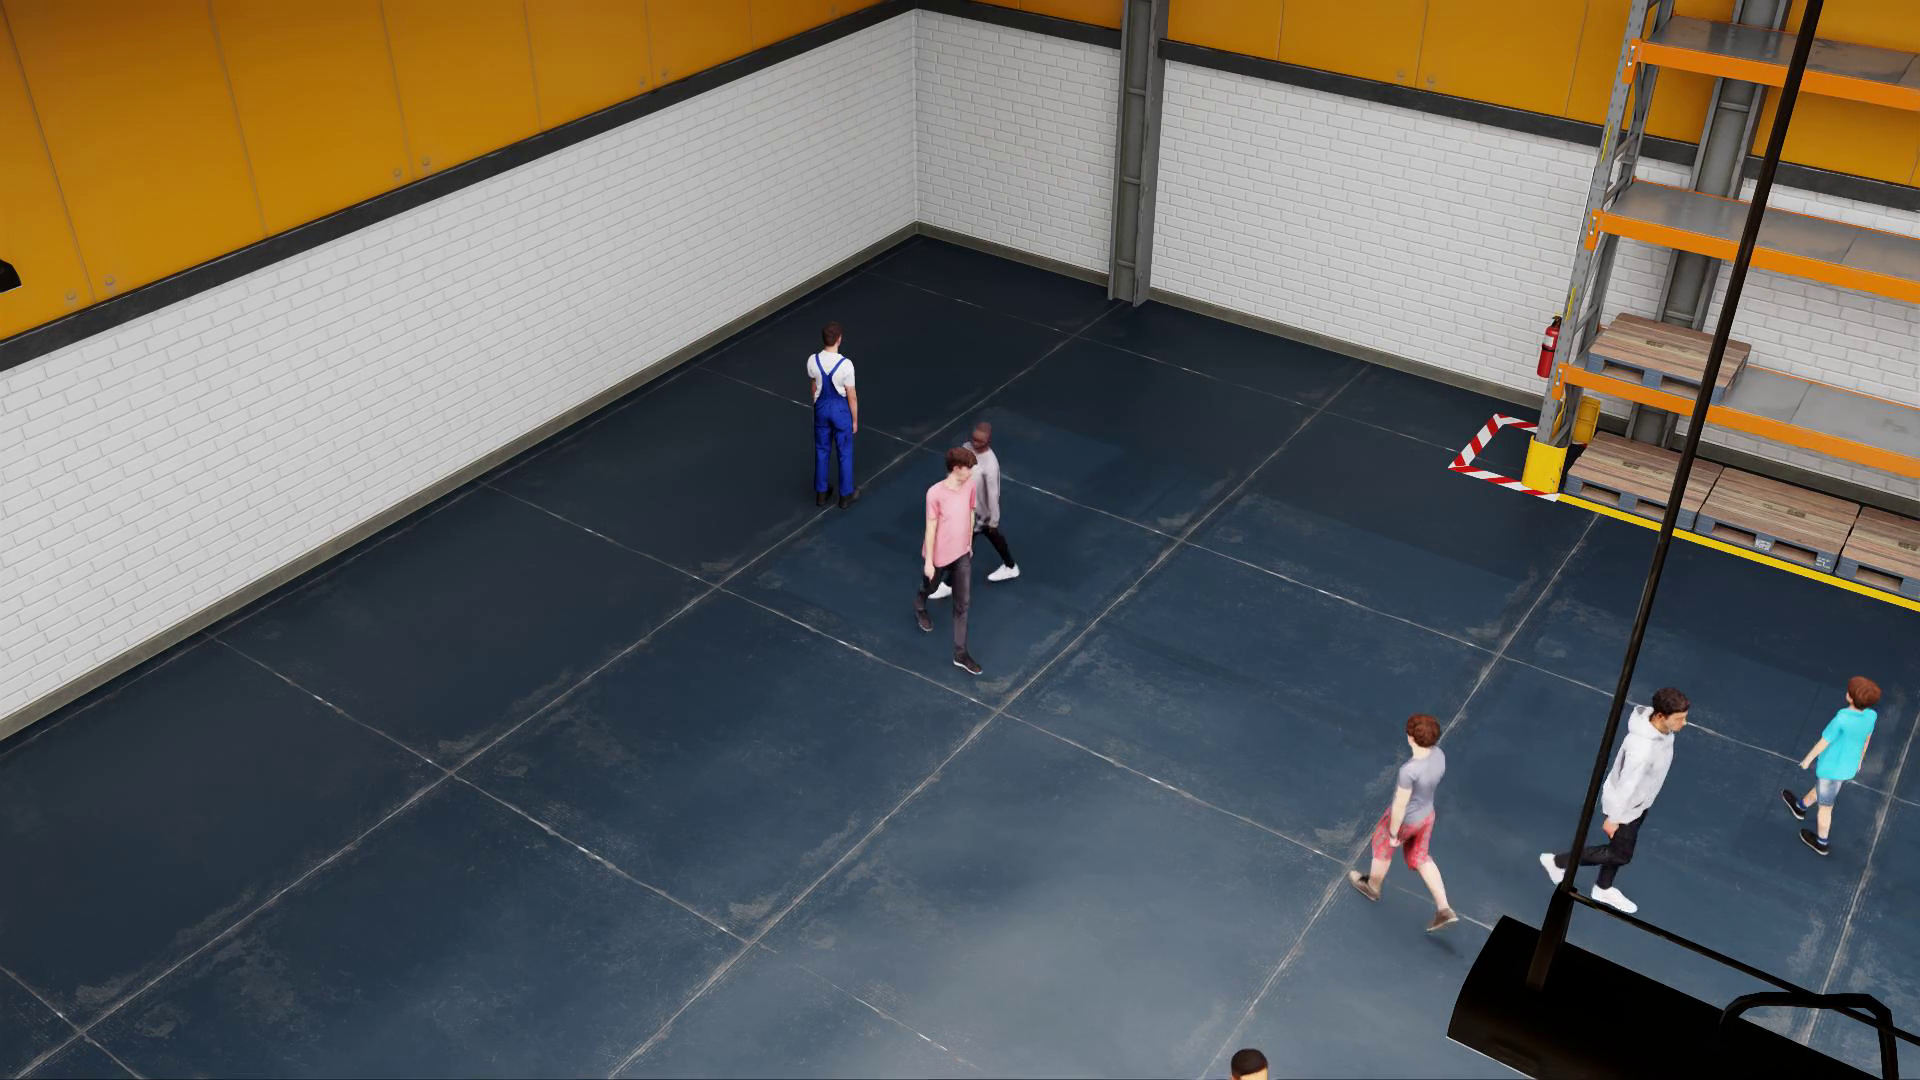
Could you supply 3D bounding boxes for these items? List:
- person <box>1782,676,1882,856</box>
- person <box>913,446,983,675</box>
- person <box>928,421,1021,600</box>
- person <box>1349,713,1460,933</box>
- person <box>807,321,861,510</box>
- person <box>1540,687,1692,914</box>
[{"bbox_3d":[6.163,1.596,11.581,0.783,1.434,0.894,-12,35,-17],"label":"person"},{"bbox_3d":[-0.162,0.076,13.441,1.030,1.907,1.338,-16,37,-23],"label":"person"},{"bbox_3d":[0.252,-0.287,14.161,1.119,1.715,1.190,-13,36,-18],"label":"person"},{"bbox_3d":[3.042,1.892,10.969,0.862,1.619,1.139,-19,38,-26],"label":"person"},{"bbox_3d":[-1.178,-1.150,15.339,0.609,1.848,0.745,9,35,13],"label":"person"},{"bbox_3d":[4.325,1.681,11.023,0.882,1.911,0.713,21,39,28],"label":"person"}]
